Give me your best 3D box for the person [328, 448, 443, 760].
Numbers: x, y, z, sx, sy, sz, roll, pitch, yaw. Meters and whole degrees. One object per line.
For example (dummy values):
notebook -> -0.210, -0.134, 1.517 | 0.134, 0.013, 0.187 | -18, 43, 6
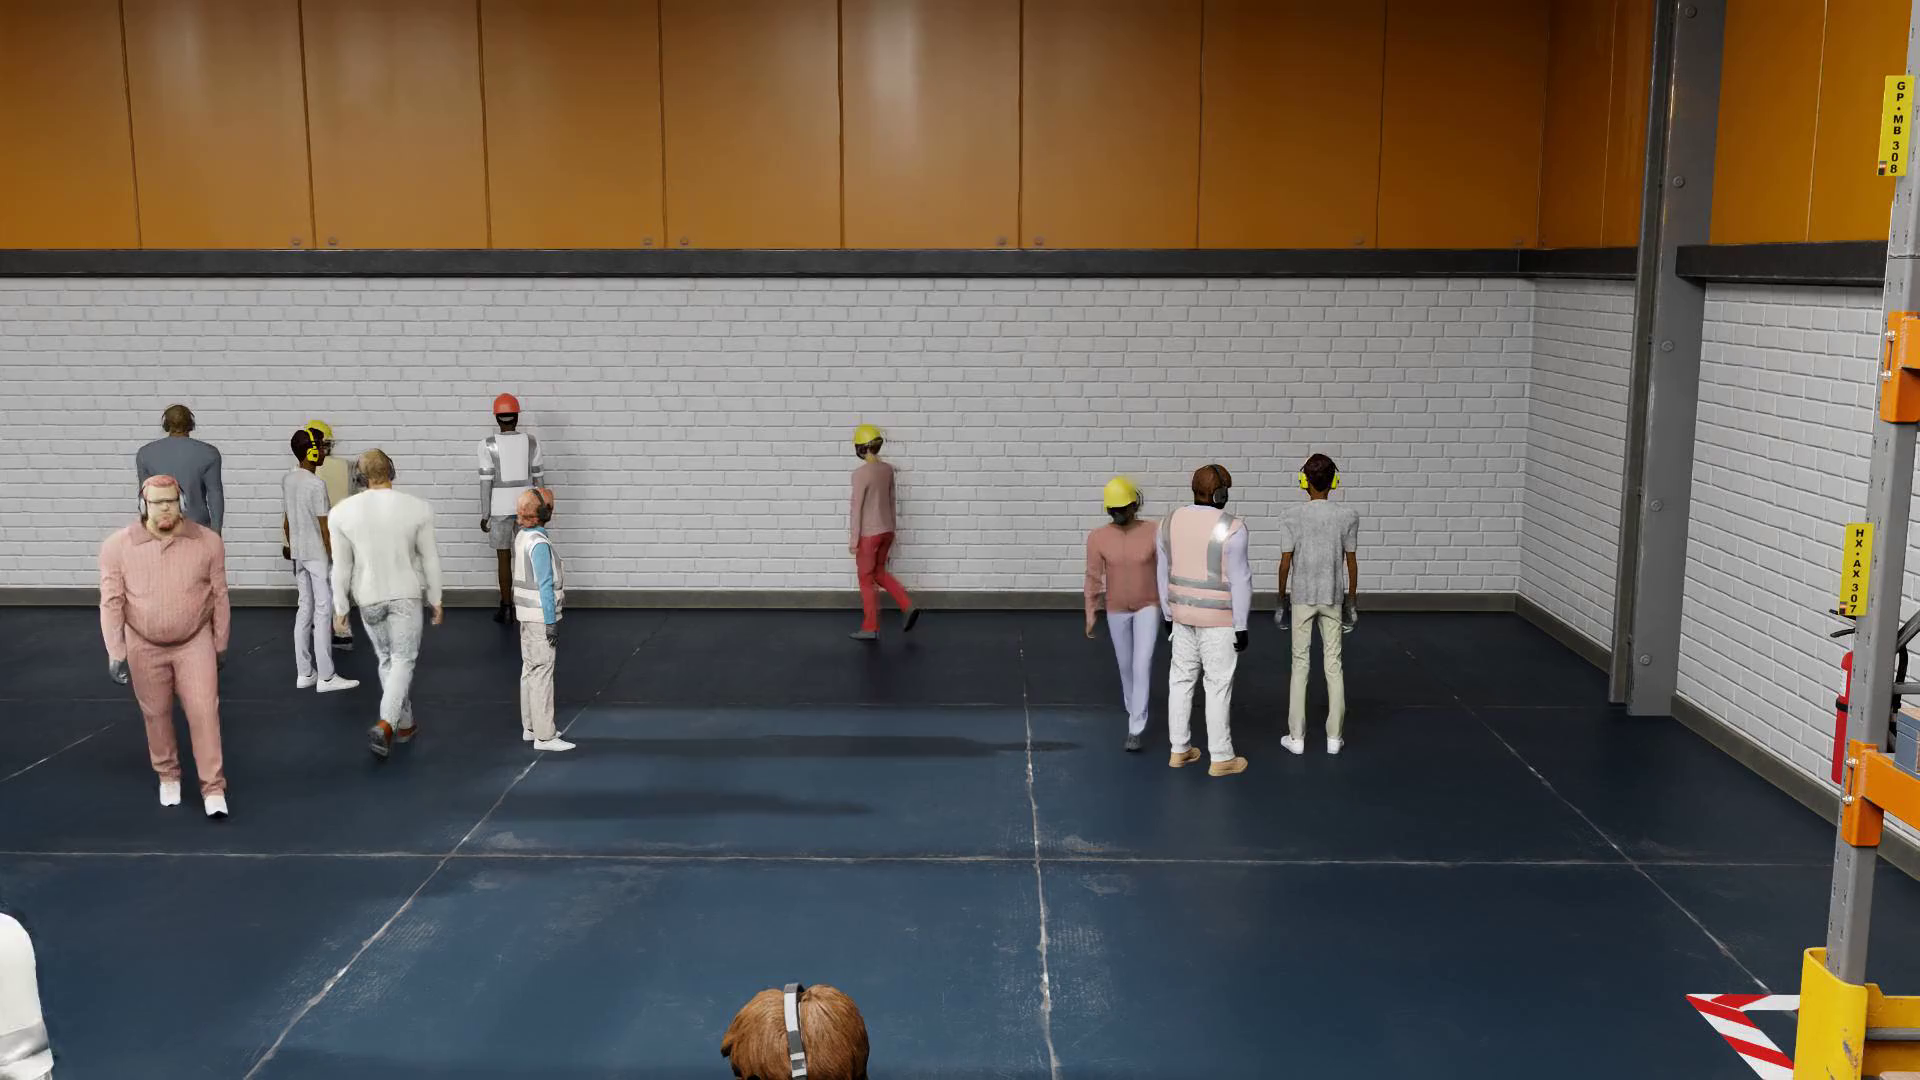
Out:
person -> -3.528, 0.393, 10.209 | 0.648, 1.893, 0.894 | -1, 10, -9

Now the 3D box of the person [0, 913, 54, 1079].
person -> -2.293, 1.445, 3.641 | 0.639, 1.980, 1.081 | -3, 10, -16

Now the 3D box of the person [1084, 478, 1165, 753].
person -> 1.052, 0.448, 10.372 | 0.535, 1.697, 0.840 | 2, 10, 14

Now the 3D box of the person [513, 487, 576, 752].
person -> -2.607, 0.489, 10.326 | 0.306, 1.645, 0.523 | -5, 11, -28

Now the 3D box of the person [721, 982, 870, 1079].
person -> -0.232, 1.643, 2.880 | 0.429, 1.830, 0.635 | -1, 10, -9

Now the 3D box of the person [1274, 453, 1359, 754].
person -> 2.195, 0.395, 10.239 | 0.513, 1.864, 0.325 | 0, 9, 3

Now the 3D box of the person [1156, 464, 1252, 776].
person -> 1.464, 0.468, 9.868 | 0.625, 1.843, 0.430 | 9, 13, 43

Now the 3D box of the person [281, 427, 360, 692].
person -> -4.552, 0.140, 11.749 | 0.513, 1.872, 0.328 | 7, 12, 34

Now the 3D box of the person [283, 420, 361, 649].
person -> -5.071, -0.055, 13.165 | 0.914, 1.781, 0.617 | 8, 12, 38

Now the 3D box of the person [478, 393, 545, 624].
person -> -3.771, -0.266, 13.979 | 0.551, 1.933, 0.370 | -6, 11, -31

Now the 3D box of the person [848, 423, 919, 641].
person -> -0.650, -0.050, 13.249 | 0.512, 1.755, 0.534 | 6, 11, 30

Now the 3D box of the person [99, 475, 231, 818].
person -> -4.283, 0.591, 9.013 | 0.639, 1.872, 0.941 | -4, 10, -25

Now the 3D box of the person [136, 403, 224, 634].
person -> -6.147, -0.121, 13.175 | 0.640, 1.921, 0.542 | -3, 10, -17
